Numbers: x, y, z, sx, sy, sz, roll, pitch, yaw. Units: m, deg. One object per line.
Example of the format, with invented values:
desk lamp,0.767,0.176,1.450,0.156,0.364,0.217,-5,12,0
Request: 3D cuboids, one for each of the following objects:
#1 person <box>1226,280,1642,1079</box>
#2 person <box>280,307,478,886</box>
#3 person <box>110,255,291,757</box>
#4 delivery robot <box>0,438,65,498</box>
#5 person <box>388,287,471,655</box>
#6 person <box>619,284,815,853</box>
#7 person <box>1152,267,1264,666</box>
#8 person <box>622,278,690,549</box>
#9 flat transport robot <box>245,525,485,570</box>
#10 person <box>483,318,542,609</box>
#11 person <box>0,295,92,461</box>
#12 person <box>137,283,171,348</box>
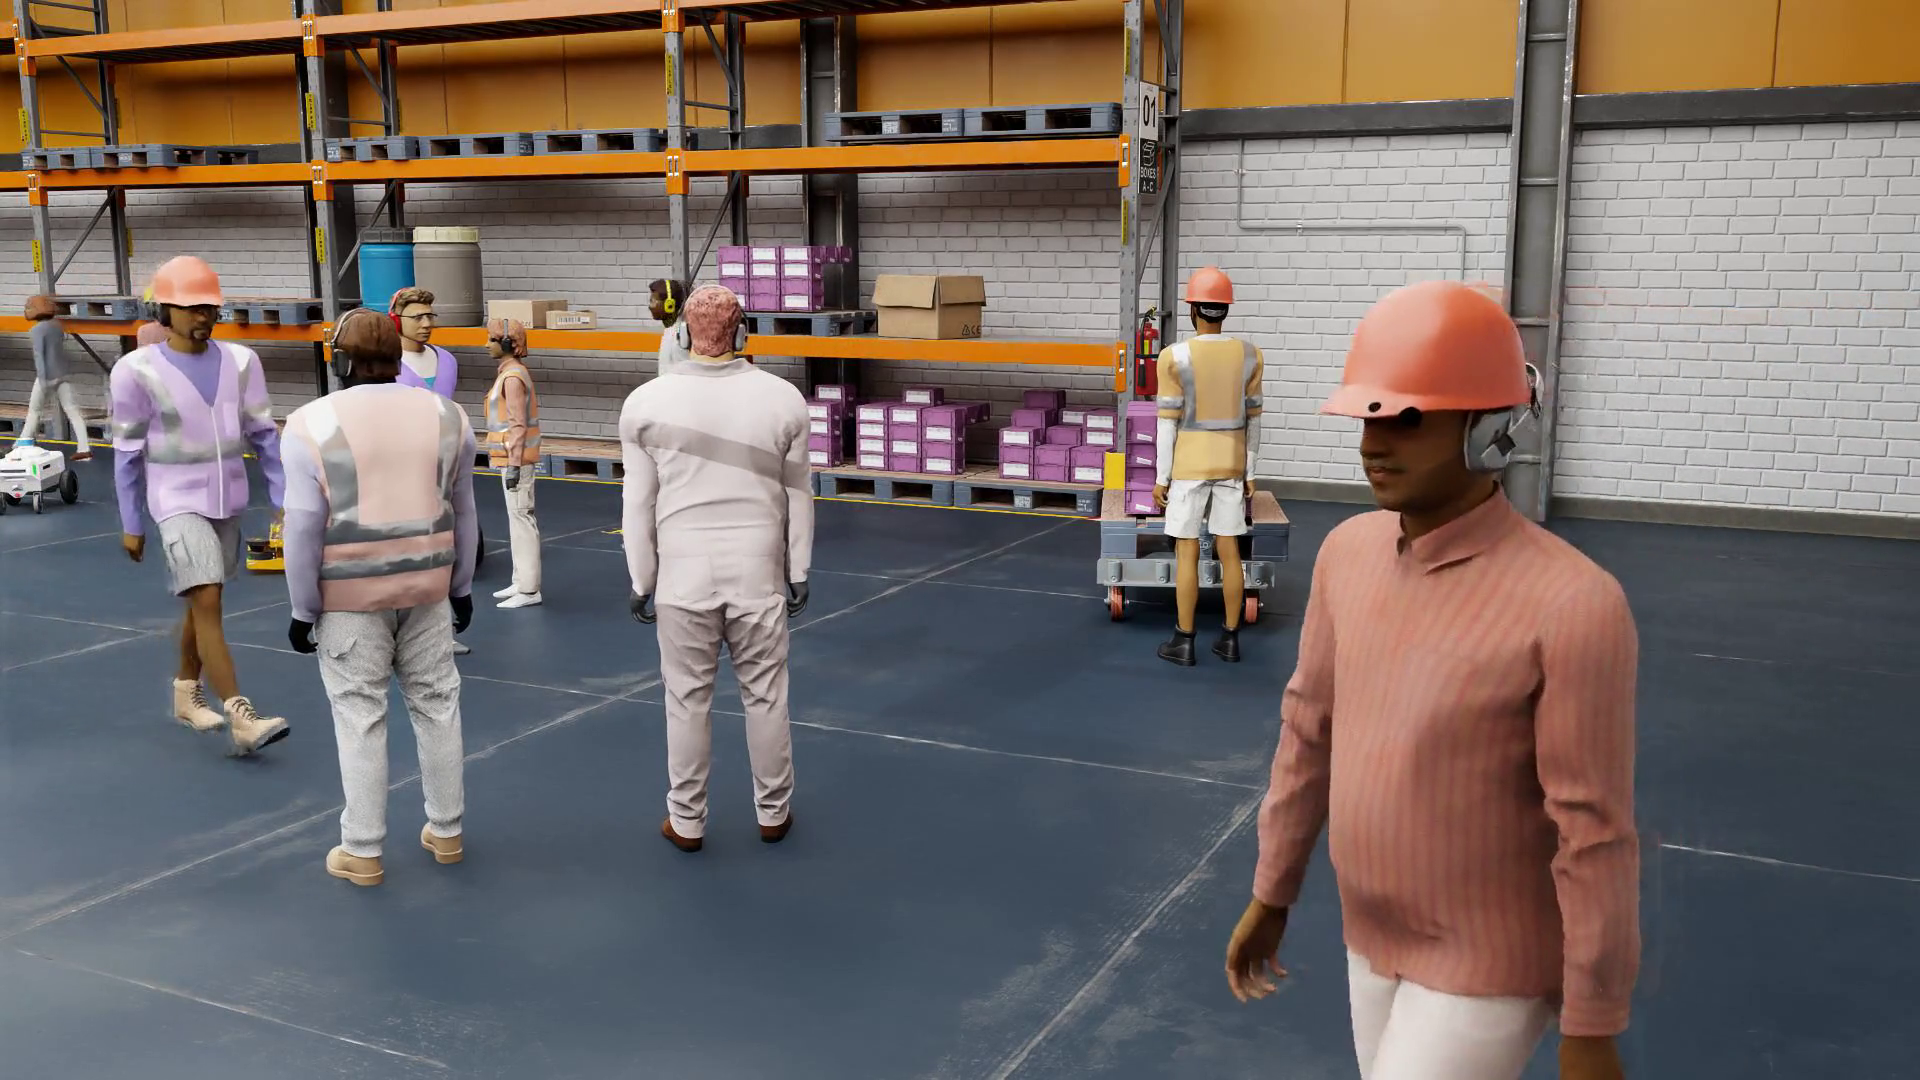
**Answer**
person,0.649,0.611,2.494,0.617,1.972,0.631,-3,10,-18
person,-1.860,0.180,5.354,0.633,1.841,0.429,-9,13,-41
person,-2.991,-0.131,6.720,1.045,1.989,0.615,6,12,32
delivery robot,-7.256,-0.552,12.956,0.477,0.478,0.707,-2,10,-12
person,-2.677,-0.311,8.147,0.377,1.844,0.567,5,11,28
person,-0.813,0.102,5.614,0.642,1.909,0.409,-3,10,-16
person,1.193,-0.350,8.110,0.548,1.938,0.358,-3,10,-15
person,-1.841,-0.848,11.265,0.855,1.841,0.521,-1,10,-5
flat transport robot,-3.880,0.002,10.863,1.431,0.197,0.652,-4,11,-21
person,-2.535,-0.435,9.452,0.306,1.640,0.523,-3,10,-17
person,-8.757,-1.534,15.890,0.883,1.583,0.500,1,10,7
person,-6.521,-1.235,13.716,0.378,1.754,0.539,5,11,24
